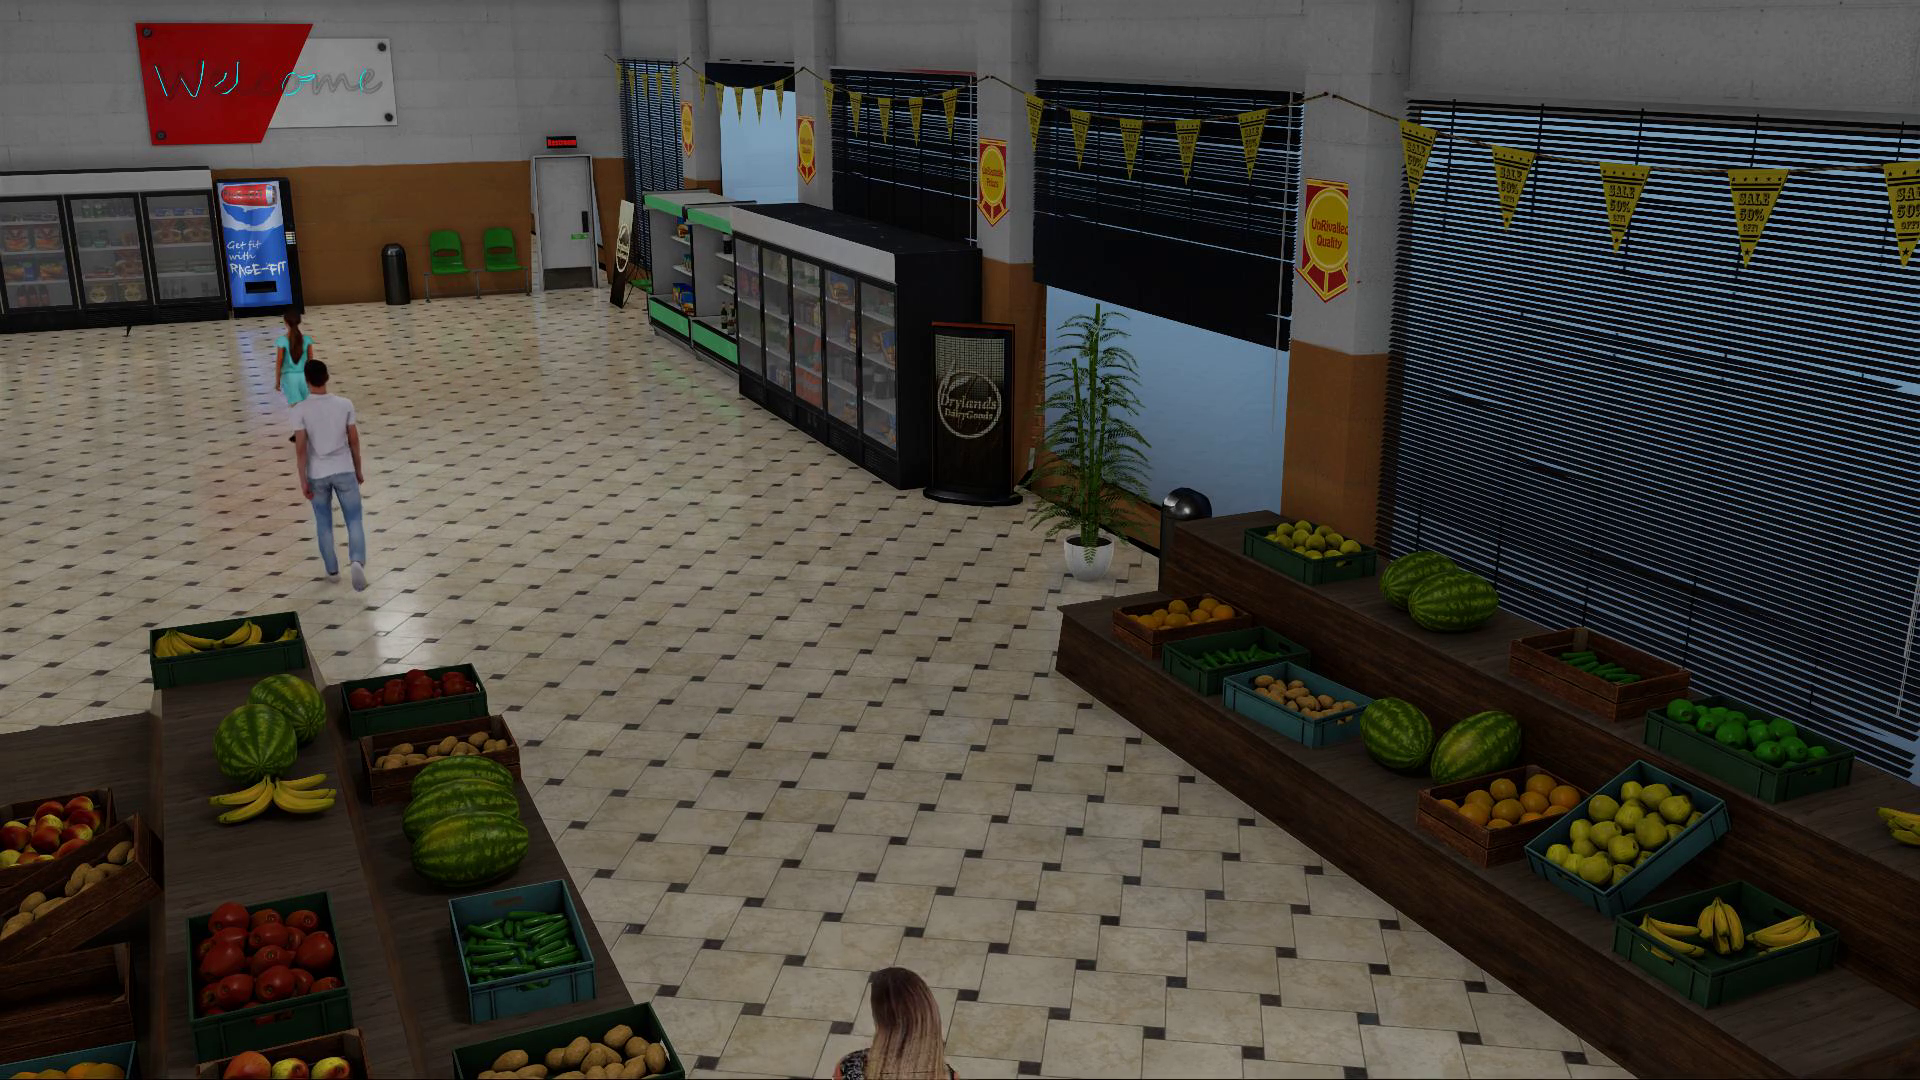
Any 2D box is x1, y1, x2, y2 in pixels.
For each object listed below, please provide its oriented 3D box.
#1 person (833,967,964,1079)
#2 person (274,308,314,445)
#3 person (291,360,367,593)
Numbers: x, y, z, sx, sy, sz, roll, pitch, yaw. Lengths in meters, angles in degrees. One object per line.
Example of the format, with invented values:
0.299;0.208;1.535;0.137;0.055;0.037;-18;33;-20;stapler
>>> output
-0.204;2.092;4.885;0.843;1.681;0.900;7;18;23;person
-6.929;-1.633;17.424;0.802;1.523;1.121;-16;23;-43;person
-4.927;-0.480;13.101;0.633;1.828;1.065;-8;19;-24;person
